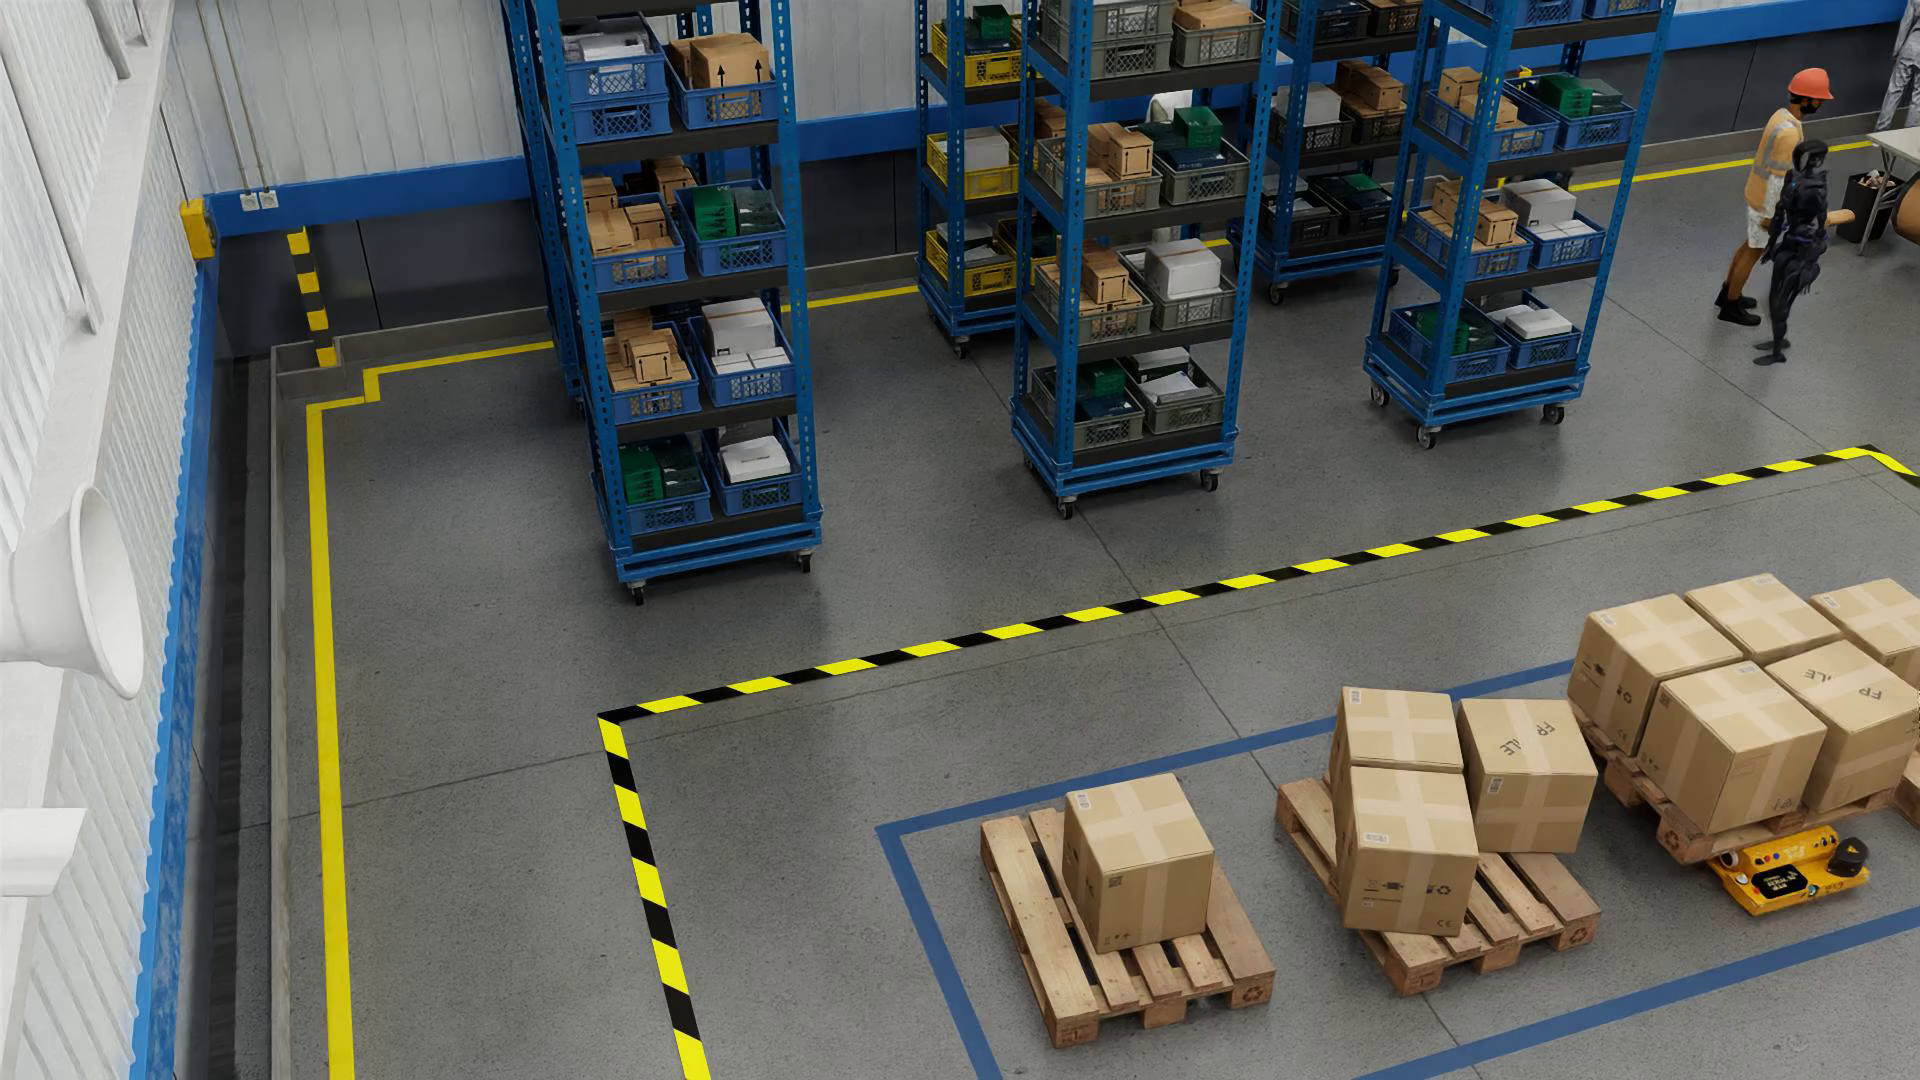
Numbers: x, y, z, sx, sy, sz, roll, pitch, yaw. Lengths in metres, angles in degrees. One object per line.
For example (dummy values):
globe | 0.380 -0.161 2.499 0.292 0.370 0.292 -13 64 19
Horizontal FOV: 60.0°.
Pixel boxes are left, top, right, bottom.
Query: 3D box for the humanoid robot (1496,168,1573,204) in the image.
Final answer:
humanoid robot | 4.359 -2.658 12.642 0.791 1.620 0.589 -22 41 -28

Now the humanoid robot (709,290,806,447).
humanoid robot | -1.344 -1.168 10.506 0.725 1.630 0.610 -4 35 -6

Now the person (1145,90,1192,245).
person | 1.600 -2.932 12.843 0.391 1.846 0.562 19 39 25

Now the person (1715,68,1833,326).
person | 5.939 -2.505 12.166 0.378 1.931 0.544 12 37 16

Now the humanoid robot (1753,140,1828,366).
humanoid robot | 5.905 -2.018 11.713 0.455 1.639 0.611 -4 35 -5

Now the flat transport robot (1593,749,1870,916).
flat transport robot | 3.759 1.223 8.298 0.652 0.197 1.431 -11 37 -15

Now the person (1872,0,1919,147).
person | 8.661 -4.371 14.976 0.310 1.739 0.484 -28 44 -34
